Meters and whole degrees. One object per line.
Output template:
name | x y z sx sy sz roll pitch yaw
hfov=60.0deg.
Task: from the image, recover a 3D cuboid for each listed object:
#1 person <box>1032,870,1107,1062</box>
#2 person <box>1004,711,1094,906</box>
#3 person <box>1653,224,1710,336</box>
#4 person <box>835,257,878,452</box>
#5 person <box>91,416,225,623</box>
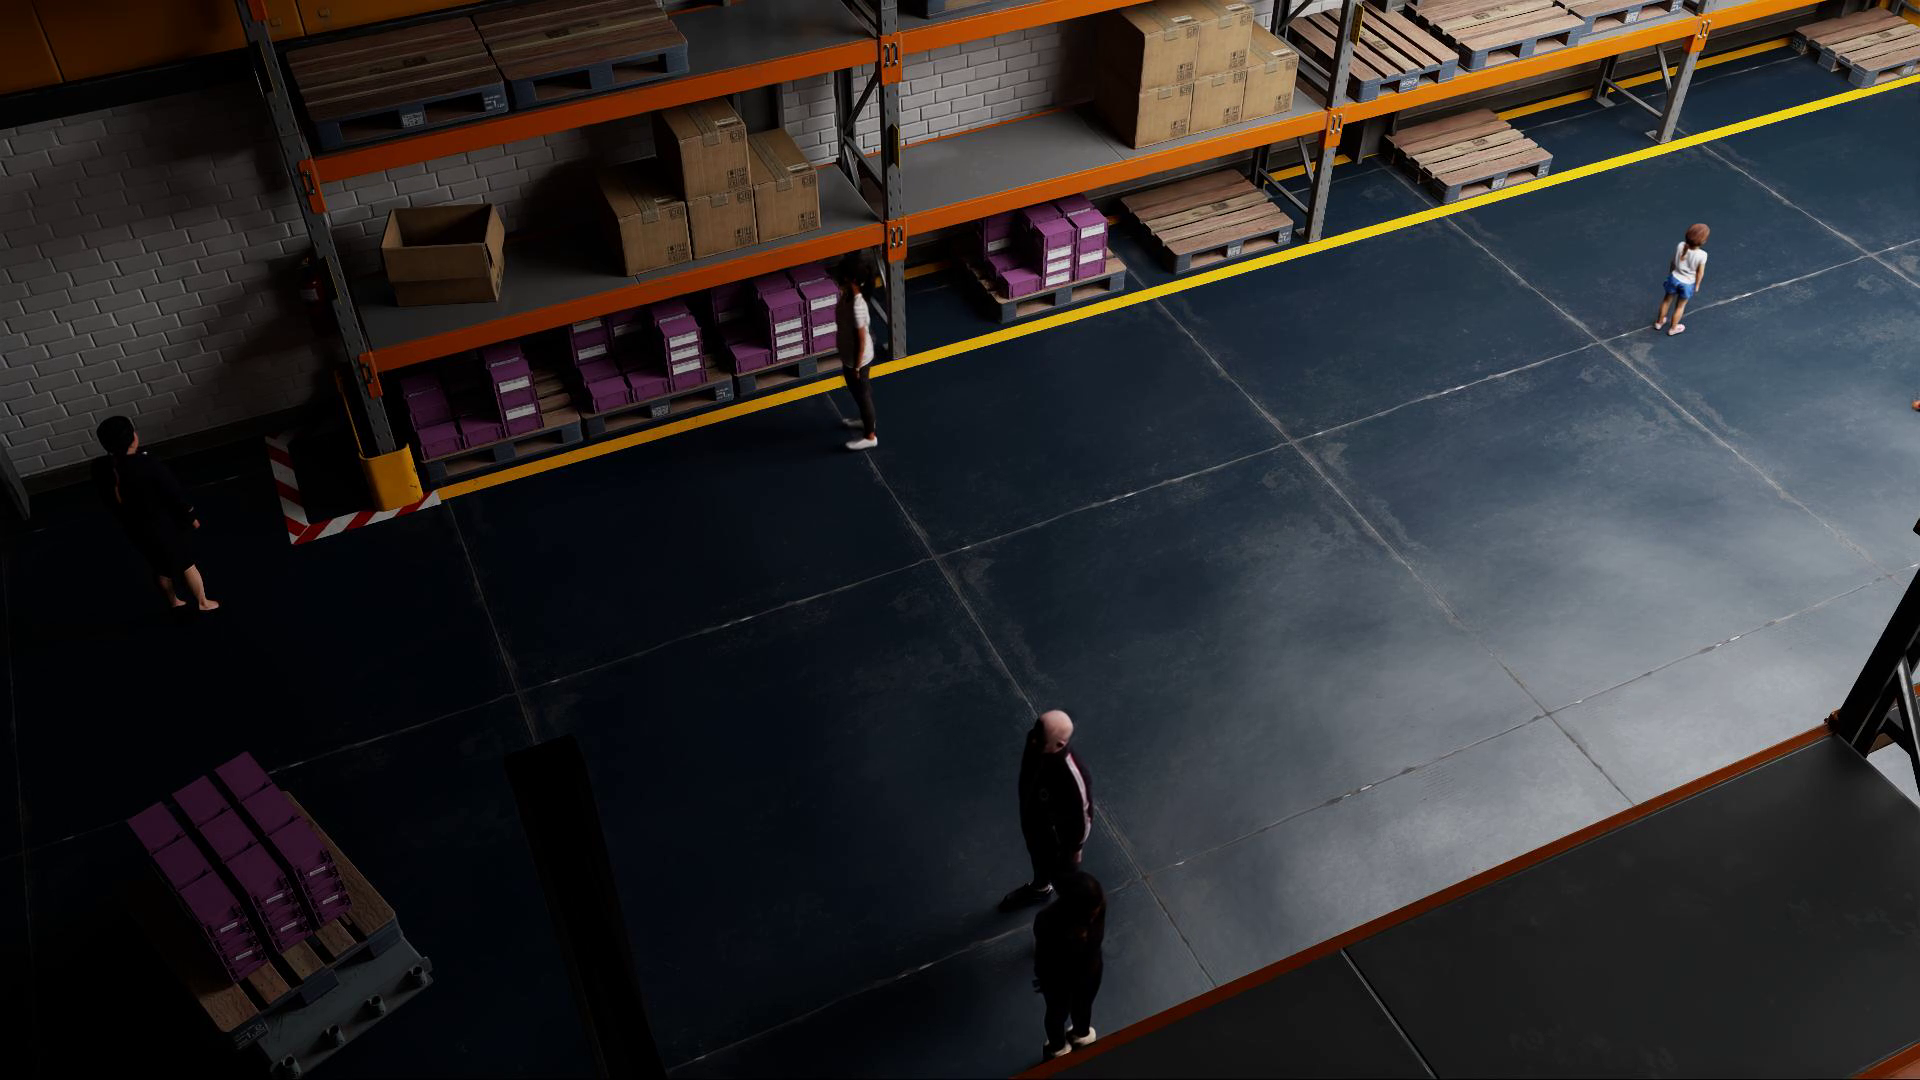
person | 0.559 2.180 8.452 0.592 1.659 0.654 1 44 1
person | 0.510 1.539 8.998 0.588 1.834 0.697 -21 48 -21
person | 5.836 -2.116 13.425 0.485 1.019 0.461 -32 52 -29
person | -0.751 -1.381 12.200 0.629 1.646 0.634 -4 44 -4
person | -5.251 -0.106 10.843 0.746 1.671 0.866 3 44 3
